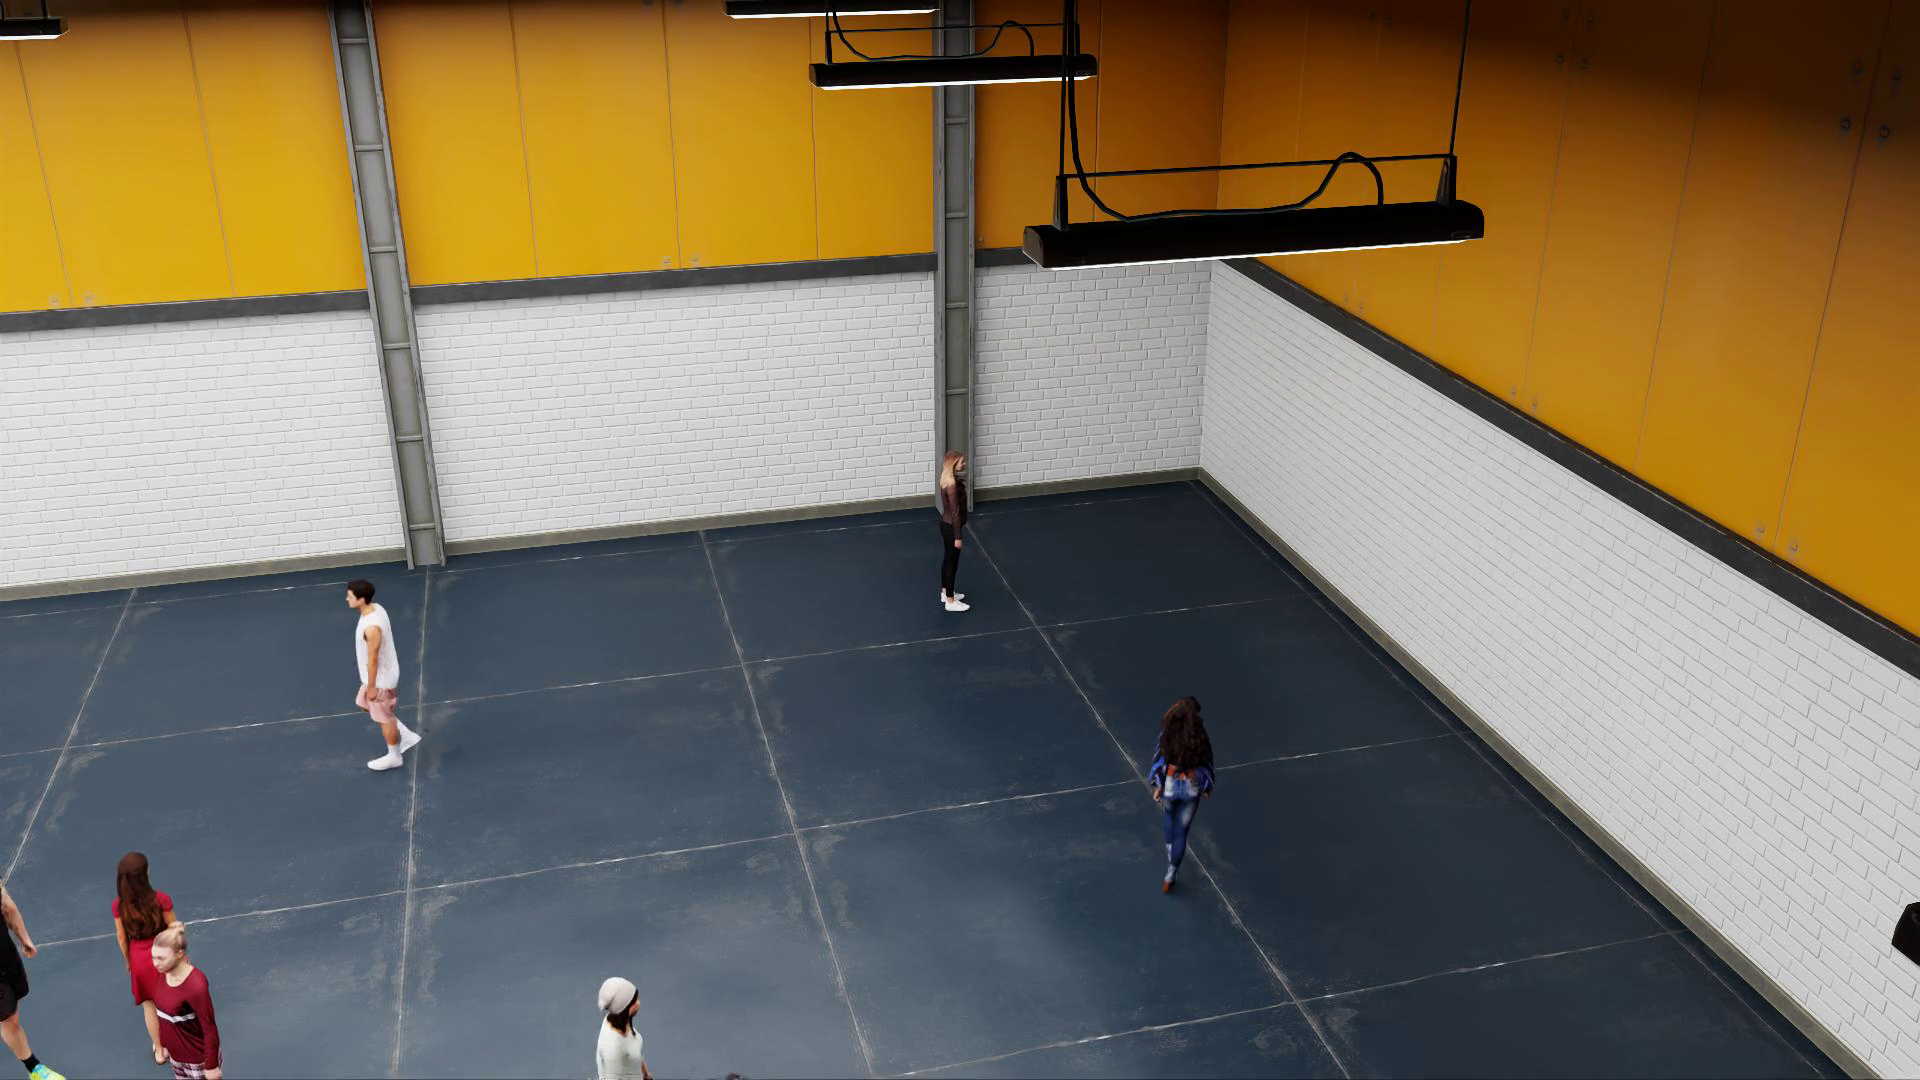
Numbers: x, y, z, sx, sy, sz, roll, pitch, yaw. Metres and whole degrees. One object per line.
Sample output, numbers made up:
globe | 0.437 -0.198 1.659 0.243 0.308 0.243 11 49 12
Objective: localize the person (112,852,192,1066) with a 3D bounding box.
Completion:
person | -5.209 2.697 10.755 0.536 1.553 0.600 -5 24 -12

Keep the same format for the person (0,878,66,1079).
person | -6.193 2.648 10.481 1.239 1.864 1.067 4 24 9

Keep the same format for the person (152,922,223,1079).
person | -4.544 3.013 9.852 0.681 1.698 0.725 15 28 30

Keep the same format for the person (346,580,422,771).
person | -4.826 1.128 14.062 0.700 1.778 0.650 -6 24 -13

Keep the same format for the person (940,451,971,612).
person | -0.086 -0.111 16.989 0.535 1.705 0.625 -3 24 -8

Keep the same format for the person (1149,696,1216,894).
person | 1.638 1.927 12.458 0.825 1.599 0.876 8 25 17

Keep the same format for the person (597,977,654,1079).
person | -1.993 3.196 9.511 0.803 1.635 0.645 -5 24 -10
